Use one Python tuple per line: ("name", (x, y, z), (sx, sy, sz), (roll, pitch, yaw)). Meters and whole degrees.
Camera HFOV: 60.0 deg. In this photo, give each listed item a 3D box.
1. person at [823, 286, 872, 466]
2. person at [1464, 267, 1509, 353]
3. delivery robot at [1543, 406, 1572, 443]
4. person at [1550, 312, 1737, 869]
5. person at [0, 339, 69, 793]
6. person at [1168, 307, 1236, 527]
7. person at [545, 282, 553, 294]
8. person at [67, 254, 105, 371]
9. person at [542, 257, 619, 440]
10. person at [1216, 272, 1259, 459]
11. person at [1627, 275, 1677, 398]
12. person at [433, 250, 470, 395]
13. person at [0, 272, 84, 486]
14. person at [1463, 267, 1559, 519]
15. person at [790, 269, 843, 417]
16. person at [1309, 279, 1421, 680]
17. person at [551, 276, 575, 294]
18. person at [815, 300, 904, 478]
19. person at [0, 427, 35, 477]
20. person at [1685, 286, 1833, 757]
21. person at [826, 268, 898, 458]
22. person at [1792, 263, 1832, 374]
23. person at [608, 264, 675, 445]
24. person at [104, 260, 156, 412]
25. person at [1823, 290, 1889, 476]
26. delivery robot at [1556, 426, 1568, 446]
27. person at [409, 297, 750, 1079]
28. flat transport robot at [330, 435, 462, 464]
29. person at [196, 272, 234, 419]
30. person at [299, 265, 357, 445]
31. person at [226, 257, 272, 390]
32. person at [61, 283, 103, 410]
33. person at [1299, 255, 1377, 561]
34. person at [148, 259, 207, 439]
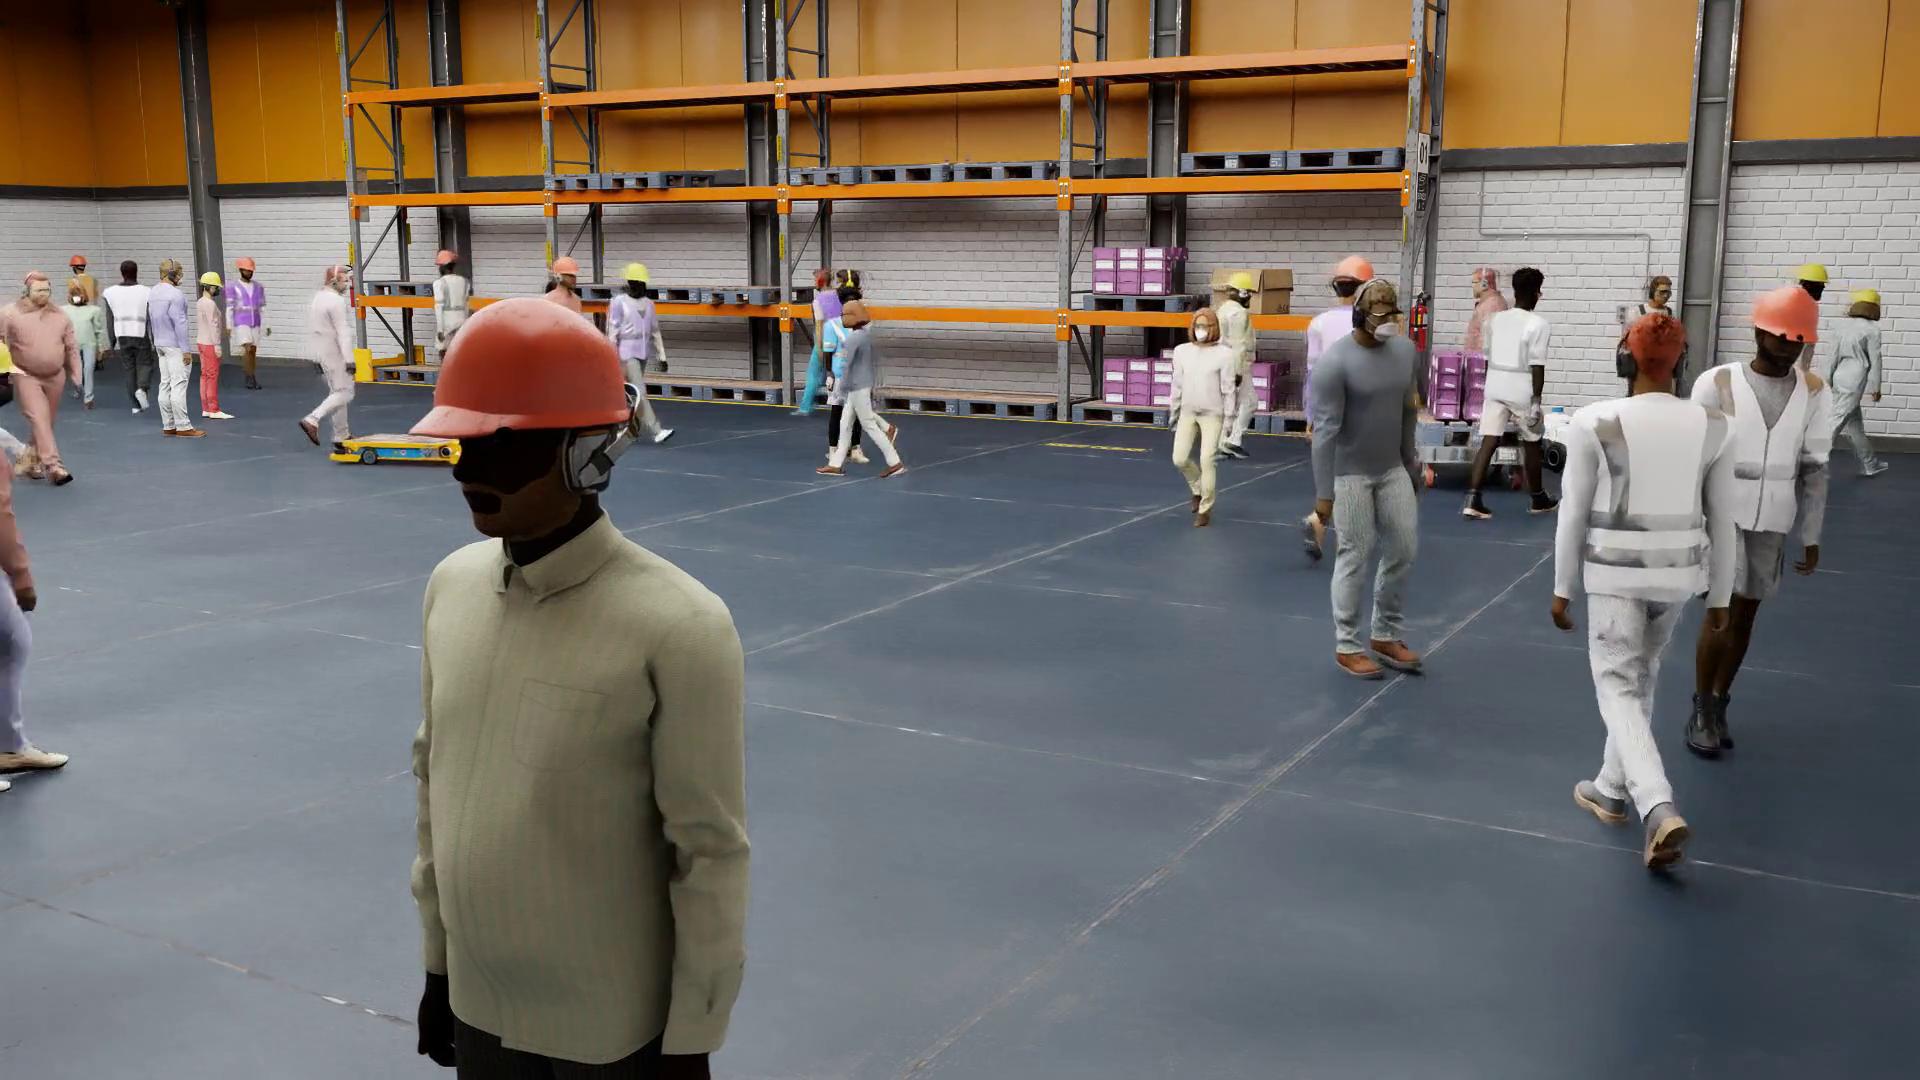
("person", (-1.045, -1.541, 15.697), (0.539, 1.694, 0.318), (-7, 12, -34))
("person", (5.185, -1.692, 16.048), (0.806, 1.873, 0.677), (5, 11, 28))
("delivery robot", (5.641, -1.026, 15.744), (0.477, 0.478, 0.707), (-1, 10, -7))
("person", (2.343, 0.157, 5.649), (0.572, 1.855, 0.894), (-1, 10, -3))
("person", (-3.643, 0.093, 6.255), (0.642, 1.745, 0.571), (-9, 14, -43))
("person", (1.801, -0.911, 12.322), (0.515, 1.618, 0.411), (6, 12, 31))
("person", (-4.840, -2.214, 19.580), (0.773, 1.675, 0.540), (-5, 11, -25))
("person", (-14.553, -3.766, 27.621), (0.376, 1.934, 0.552), (5, 11, 26))
("person", (-3.911, -1.857, 16.771), (0.784, 1.969, 0.624), (6, 11, 29))
("person", (2.683, -1.682, 16.148), (0.440, 1.810, 0.608), (-2, 10, -9))
("person", (6.692, -1.677, 16.215), (0.494, 1.800, 0.946), (0, 10, 1))
("person", (-6.935, -2.966, 22.836), (0.853, 2.022, 0.619), (7, 12, 33))
("person", (-8.033, -1.409, 14.548), (1.039, 1.845, 0.651), (7, 12, 35))
("person", (4.211, -1.116, 12.673), (1.007, 1.916, 0.627), (-7, 12, -36))
("person", (-1.612, -2.357, 20.023), (0.900, 1.806, 0.579), (6, 12, 32))
("person", (1.954, -0.290, 7.999), (0.680, 1.918, 0.462), (-5, 11, -28))
("person", (-4.287, -1.950, 17.701), (0.850, 1.813, 0.627), (1, 10, 8))
("person", (-0.885, -1.345, 14.876), (0.849, 1.593, 0.507), (2, 10, 12))
("person", (-8.485, -1.362, 14.373), (0.661, 1.809, 0.591), (8, 13, 37))
("person", (3.204, -0.062, 6.711), (0.569, 1.908, 0.630), (1, 10, 4))
("person", (-0.971, -1.702, 16.173), (0.606, 1.850, 0.527), (-2, 10, -14))
("person", (8.056, -1.688, 15.957), (0.409, 1.907, 0.583), (2, 10, 9))
("person", (-3.313, -1.930, 17.372), (0.978, 1.873, 0.617), (6, 12, 30))
("person", (-10.269, -2.515, 20.644), (0.597, 1.903, 0.541), (-2, 10, -12))
("person", (8.018, -1.398, 14.935), (0.898, 1.673, 0.495), (-2, 10, -9))
("delivery robot", (5.733, -0.899, 15.023), (0.477, 0.478, 0.707), (-4, 11, -21))
("person", (-0.577, 0.654, 2.423), (0.608, 1.995, 0.377), (6, 12, 31))
("flat transport robot", (-5.233, -0.882, 15.995), (1.431, 0.197, 0.652), (1, 10, 9))
("person", (-8.989, -2.331, 20.000), (0.337, 1.759, 0.525), (-8, 13, -37))
("person", (-6.477, -1.875, 17.058), (0.619, 1.881, 0.684), (-7, 12, -36))
("person", (-10.225, -3.115, 23.991), (0.748, 1.908, 0.593), (7, 12, 36))
("person", (-11.211, -2.480, 21.254), (0.500, 1.608, 0.725), (-3, 10, -15))
("person", (2.506, -0.857, 10.922), (0.826, 2.020, 0.617), (-8, 13, -39))
("person", (-8.472, -2.054, 17.928), (0.628, 1.935, 0.373), (8, 13, 38))
